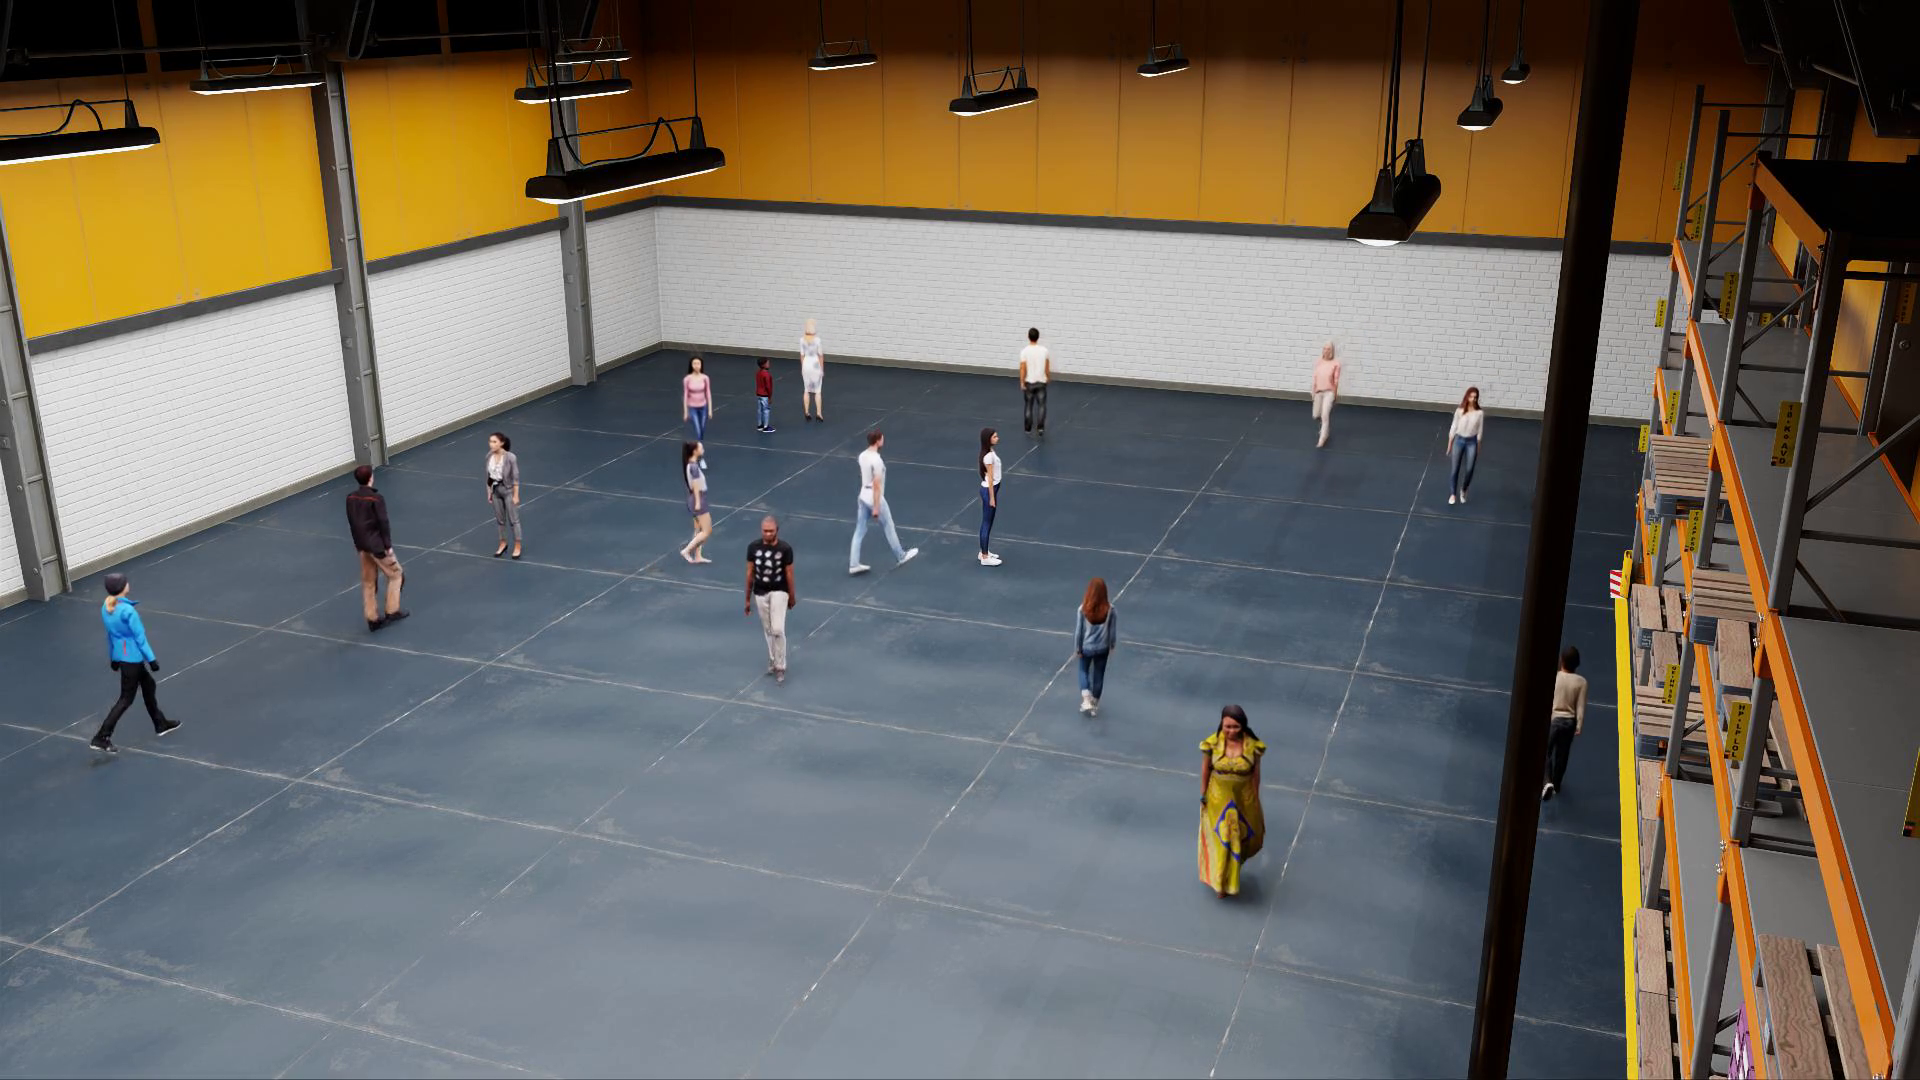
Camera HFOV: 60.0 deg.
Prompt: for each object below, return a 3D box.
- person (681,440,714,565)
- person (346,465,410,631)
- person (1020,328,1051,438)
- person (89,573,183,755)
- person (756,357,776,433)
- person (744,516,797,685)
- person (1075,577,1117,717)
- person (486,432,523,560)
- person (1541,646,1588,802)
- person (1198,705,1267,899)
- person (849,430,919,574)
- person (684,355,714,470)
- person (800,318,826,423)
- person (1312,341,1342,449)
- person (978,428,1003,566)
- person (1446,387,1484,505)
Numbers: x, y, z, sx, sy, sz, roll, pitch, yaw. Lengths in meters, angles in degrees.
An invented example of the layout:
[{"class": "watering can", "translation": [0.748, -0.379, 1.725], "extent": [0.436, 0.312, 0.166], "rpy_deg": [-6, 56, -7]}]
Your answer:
[{"class": "person", "translation": [-3.403, -0.447, 21.007], "extent": [0.814, 1.639, 0.745], "rpy_deg": [-6, 19, -16]}, {"class": "person", "translation": [-6.725, 0.113, 18.919], "extent": [0.744, 1.910, 0.768], "rpy_deg": [5, 19, 14]}, {"class": "person", "translation": [1.247, -2.536, 26.979], "extent": [0.888, 1.786, 1.097], "rpy_deg": [-1, 19, -3]}, {"class": "person", "translation": [-8.015, 1.209, 15.902], "extent": [0.865, 1.758, 1.240], "rpy_deg": [14, 23, 36]}, {"class": "person", "translation": [-3.241, -2.404, 27.422], "extent": [0.611, 1.252, 0.579], "rpy_deg": [-14, 23, -36]}, {"class": "person", "translation": [-1.995, 0.575, 17.748], "extent": [0.751, 1.781, 0.963], "rpy_deg": [3, 19, 9]}, {"class": "person", "translation": [1.365, 1.099, 16.681], "extent": [0.653, 1.469, 0.672], "rpy_deg": [-1, 19, -2]}, {"class": "person", "translation": [-5.843, -0.580, 21.339], "extent": [0.607, 1.677, 0.552], "rpy_deg": [7, 20, 19]}, {"class": "person", "translation": [5.397, 1.680, 14.983], "extent": [0.611, 1.451, 0.855], "rpy_deg": [5, 19, 14]}, {"class": "person", "translation": [2.194, 2.071, 13.524], "extent": [0.950, 1.642, 1.120], "rpy_deg": [1, 19, 2]}, {"class": "person", "translation": [-1.176, -0.436, 20.711], "extent": [1.270, 1.805, 1.087], "rpy_deg": [-13, 23, -34]}, {"class": "person", "translation": [-4.029, -1.992, 25.495], "extent": [1.053, 1.702, 1.190], "rpy_deg": [-6, 20, -18]}, {"class": "person", "translation": [-2.489, -2.865, 28.013], "extent": [0.558, 1.749, 0.491], "rpy_deg": [7, 20, 19]}, {"class": "person", "translation": [5.861, -2.351, 26.547], "extent": [0.716, 1.710, 0.920], "rpy_deg": [12, 22, 32]}, {"class": "person", "translation": [0.362, -0.568, 21.152], "extent": [0.718, 1.774, 0.576], "rpy_deg": [-1, 19, -2]}, {"class": "person", "translation": [7.159, -1.350, 23.573], "extent": [0.624, 1.711, 0.604], "rpy_deg": [8, 20, 21]}]
